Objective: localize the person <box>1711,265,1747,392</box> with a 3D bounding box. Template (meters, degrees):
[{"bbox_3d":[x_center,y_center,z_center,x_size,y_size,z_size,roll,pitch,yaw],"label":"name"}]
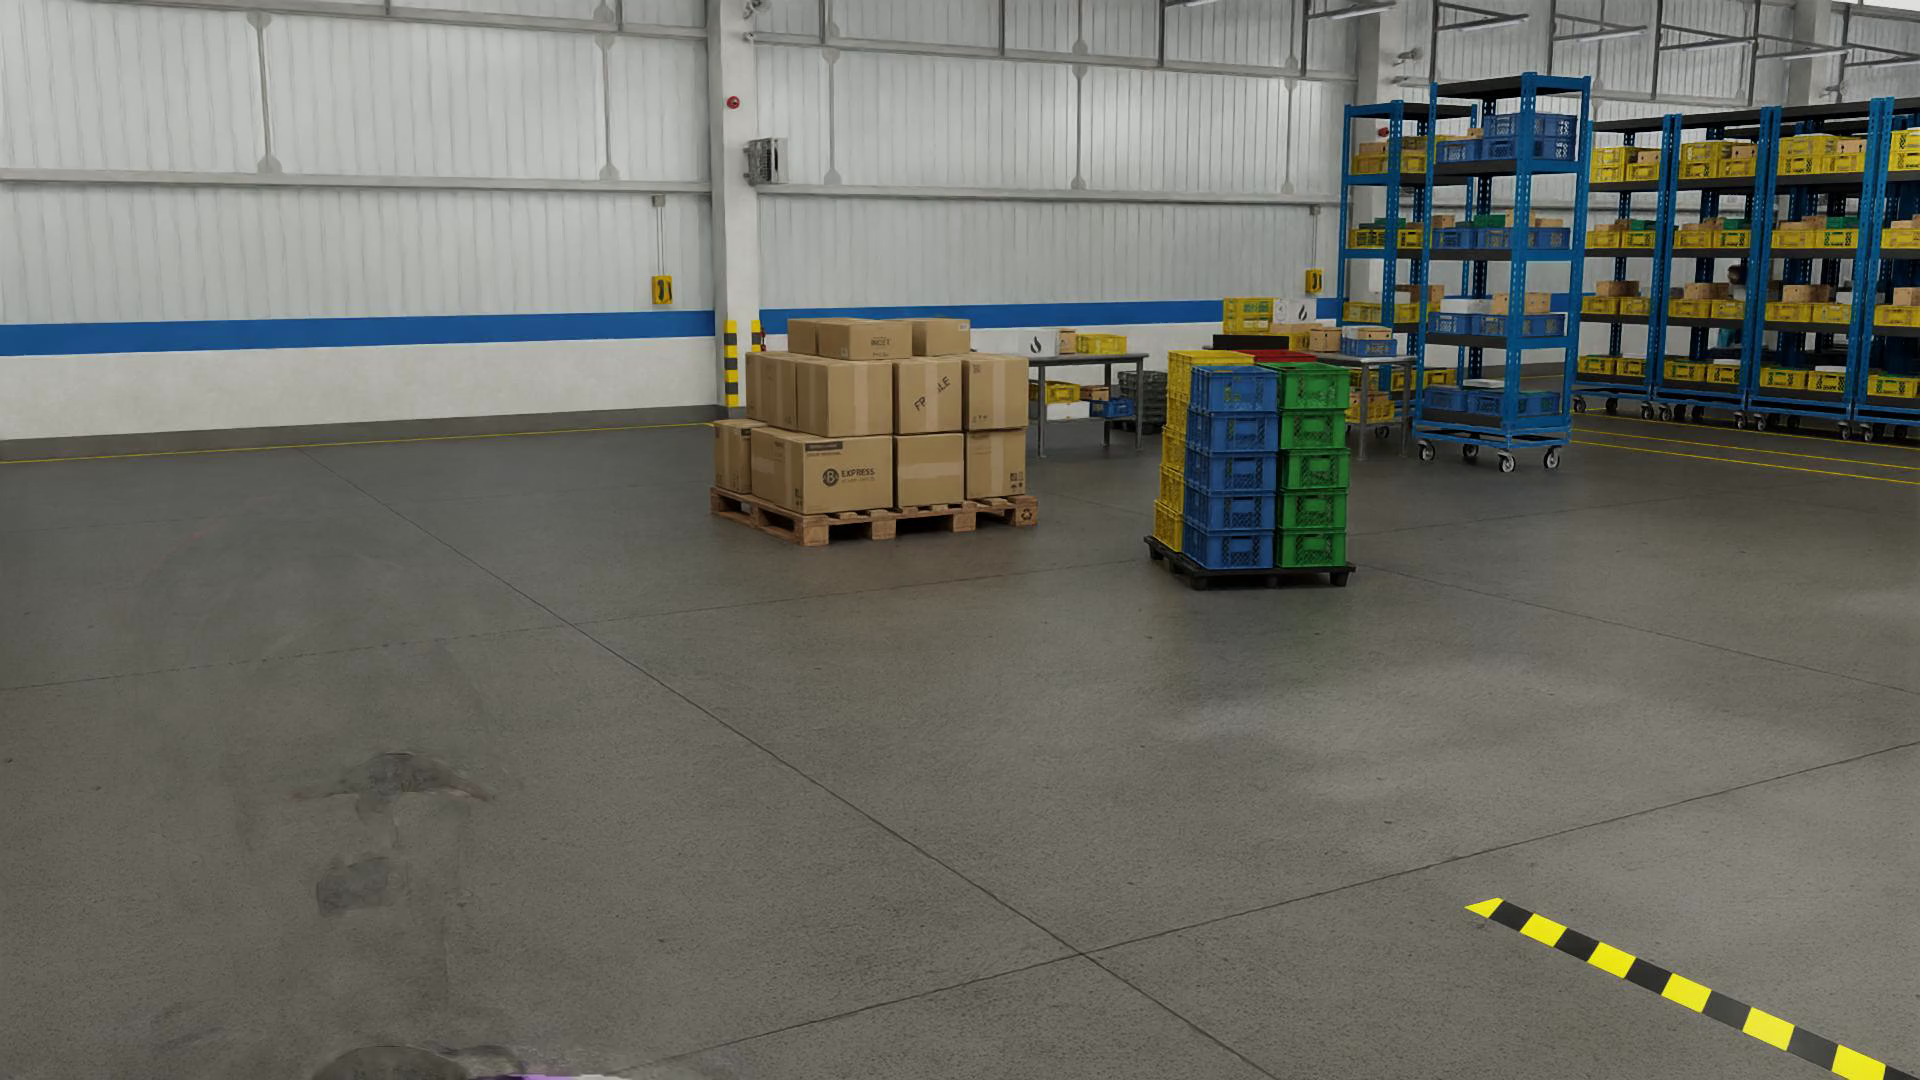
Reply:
[{"bbox_3d":[10.811,-2.932,23.308,0.930,1.800,0.598,-8,13,-38],"label":"person"}]

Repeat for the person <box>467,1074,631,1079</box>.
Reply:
[{"bbox_3d":[-0.264,0.978,0.937,0.549,1.895,0.949,-6,12,-31],"label":"person"}]
